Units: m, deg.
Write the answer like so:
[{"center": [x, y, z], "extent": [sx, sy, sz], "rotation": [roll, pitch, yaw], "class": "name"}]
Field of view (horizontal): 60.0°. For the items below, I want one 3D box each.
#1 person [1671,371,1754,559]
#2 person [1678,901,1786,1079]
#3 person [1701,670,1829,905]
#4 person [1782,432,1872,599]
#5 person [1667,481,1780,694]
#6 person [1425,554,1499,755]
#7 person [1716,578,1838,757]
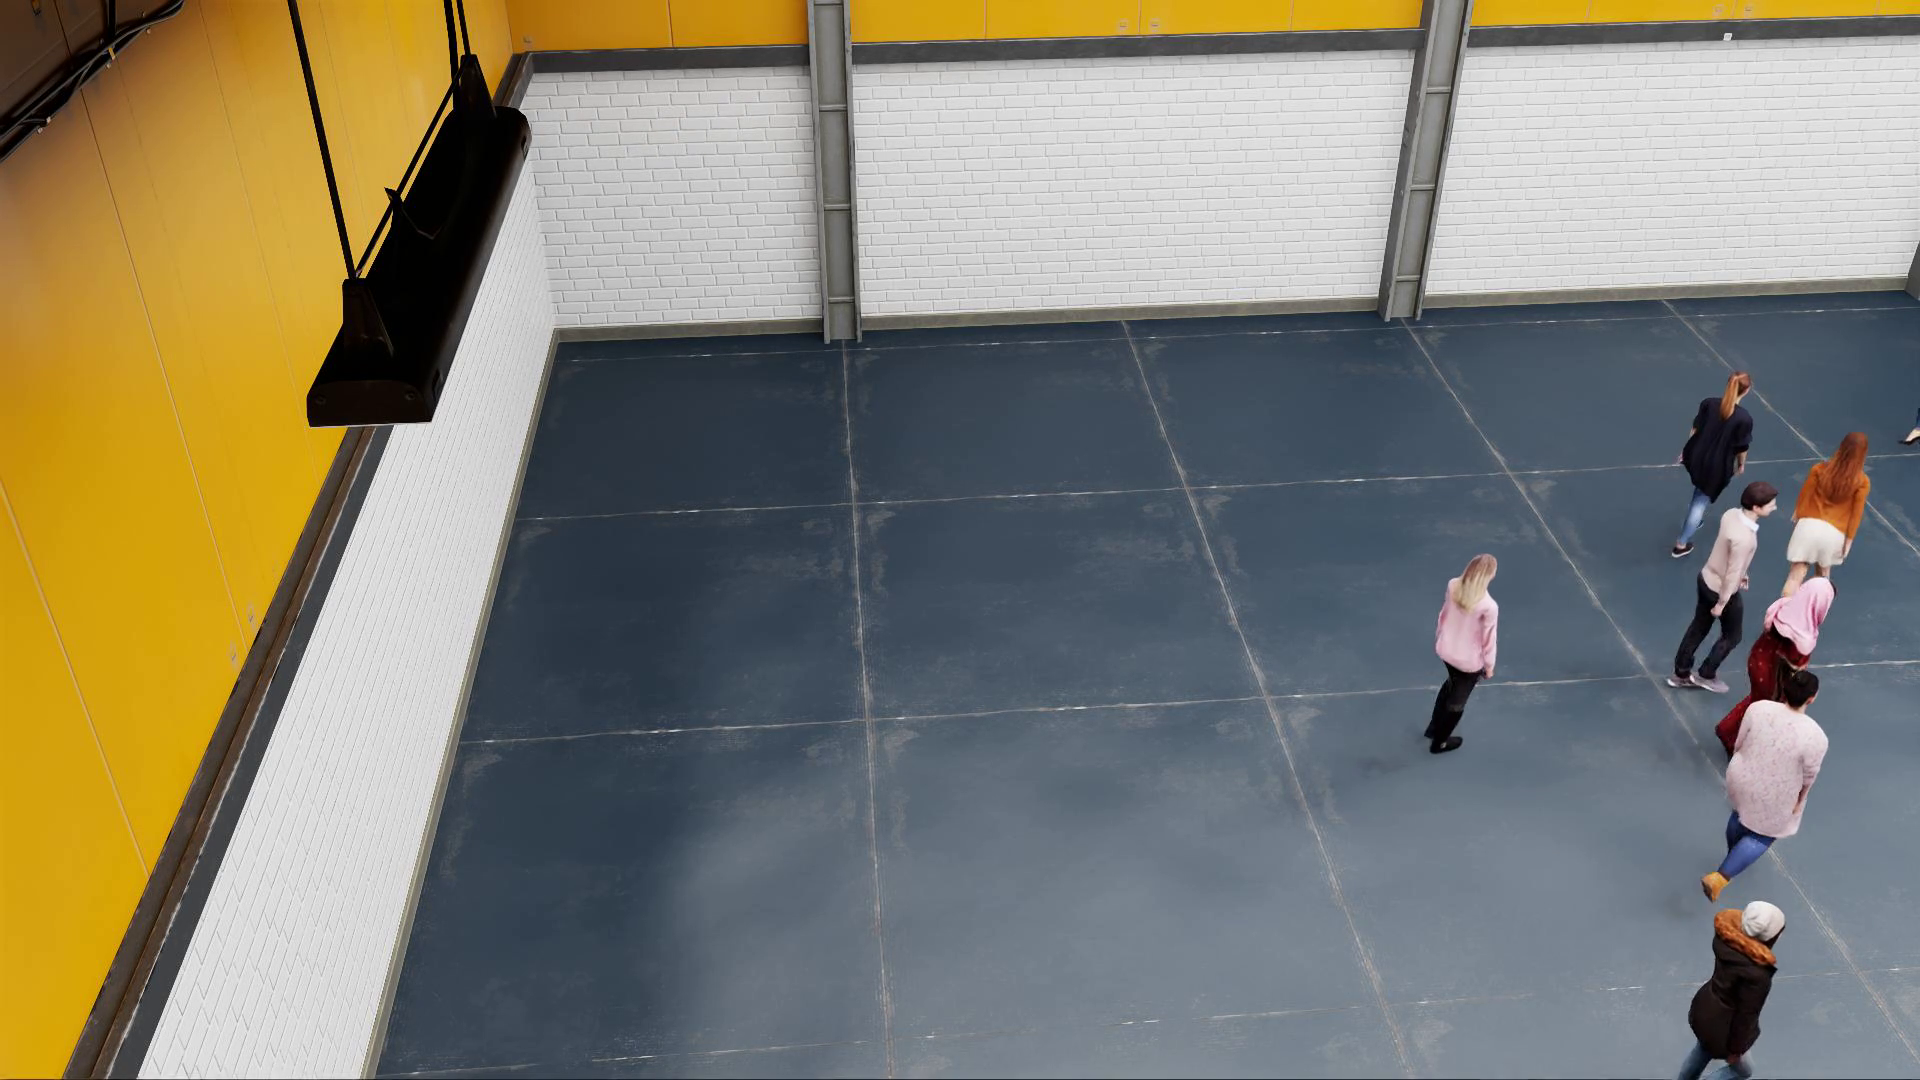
[{"center": [6.120, -0.598, 13.701], "extent": [0.970, 1.658, 0.882], "rotation": [-23, 40, -31], "class": "person"}, {"center": [4.055, 2.572, 8.963], "extent": [0.636, 1.625, 0.682], "rotation": [2, 34, 3], "class": "person"}, {"center": [4.981, 1.553, 10.408], "extent": [1.120, 1.721, 0.967], "rotation": [-21, 39, -28], "class": "person"}, {"center": [6.585, 0.001, 12.777], "extent": [1.021, 1.683, 1.020], "rotation": [18, 38, 25], "class": "person"}, {"center": [5.490, 0.341, 12.172], "extent": [0.716, 1.788, 0.680], "rotation": [4, 34, 6], "class": "person"}, {"center": [3.420, 0.820, 11.554], "extent": [0.706, 1.675, 0.697], "rotation": [-16, 37, -23], "class": "person"}, {"center": [5.543, 0.911, 11.480], "extent": [0.738, 1.605, 0.725], "rotation": [2, 34, 3], "class": "person"}]
